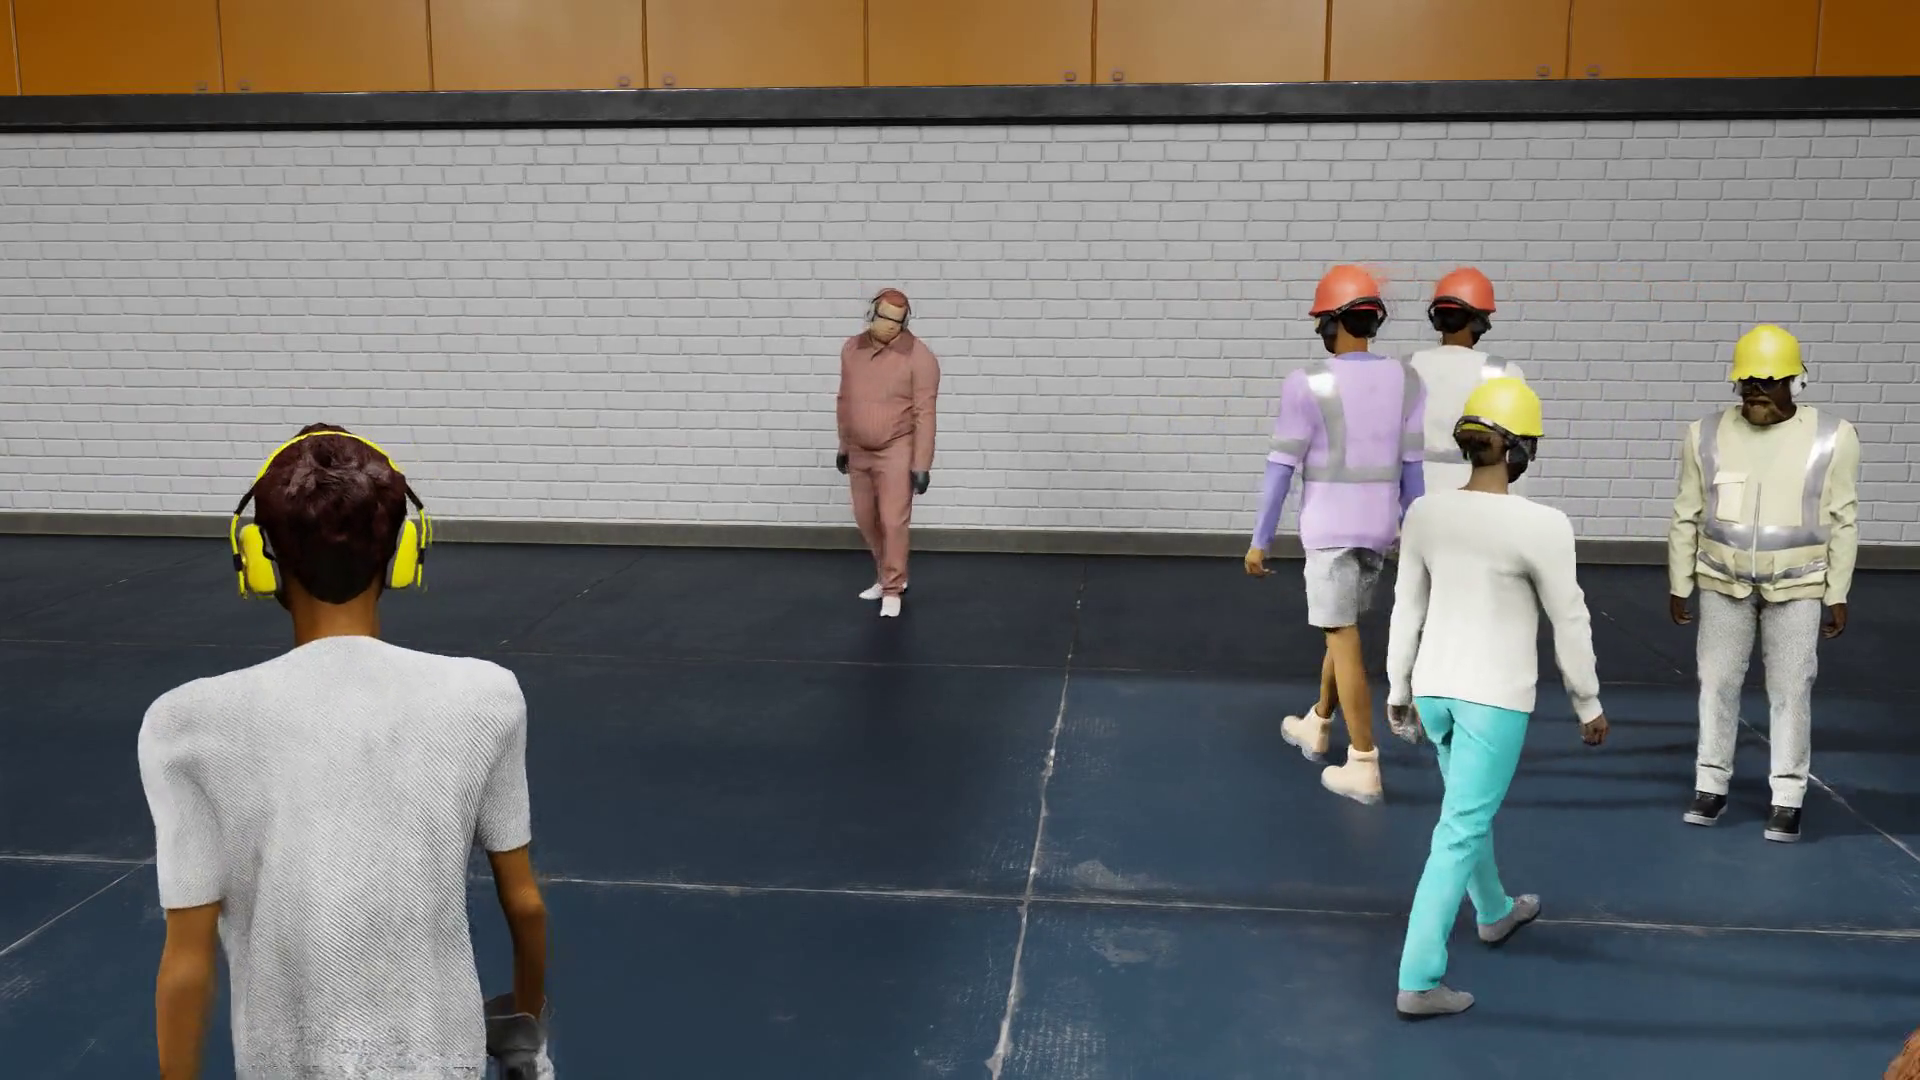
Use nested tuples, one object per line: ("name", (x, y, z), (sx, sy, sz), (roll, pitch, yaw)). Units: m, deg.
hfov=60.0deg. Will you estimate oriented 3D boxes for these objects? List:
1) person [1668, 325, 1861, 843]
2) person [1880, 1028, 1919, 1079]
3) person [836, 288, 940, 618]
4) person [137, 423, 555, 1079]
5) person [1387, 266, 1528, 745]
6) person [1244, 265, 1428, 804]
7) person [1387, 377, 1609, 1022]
("person", (2.834, 0.148, 5.916), (0.613, 1.815, 0.403), (7, 12, 34))
("person", (0.683, 1.080, 1.136), (0.505, 1.622, 0.378), (1, 10, 7))
("person", (-0.386, -0.500, 9.487), (0.716, 1.868, 0.611), (7, 12, 35))
("person", (-0.878, 0.750, 2.400), (0.573, 1.832, 0.859), (-6, 11, -29))
("person", (2.056, -0.145, 7.049), (0.620, 2.013, 0.939), (8, 13, 38))
("person", (1.412, -0.047, 6.460), (0.636, 2.003, 0.931), (-4, 11, -23))
("person", (1.496, 0.423, 4.601), (0.875, 1.729, 0.546), (-6, 12, -32))
